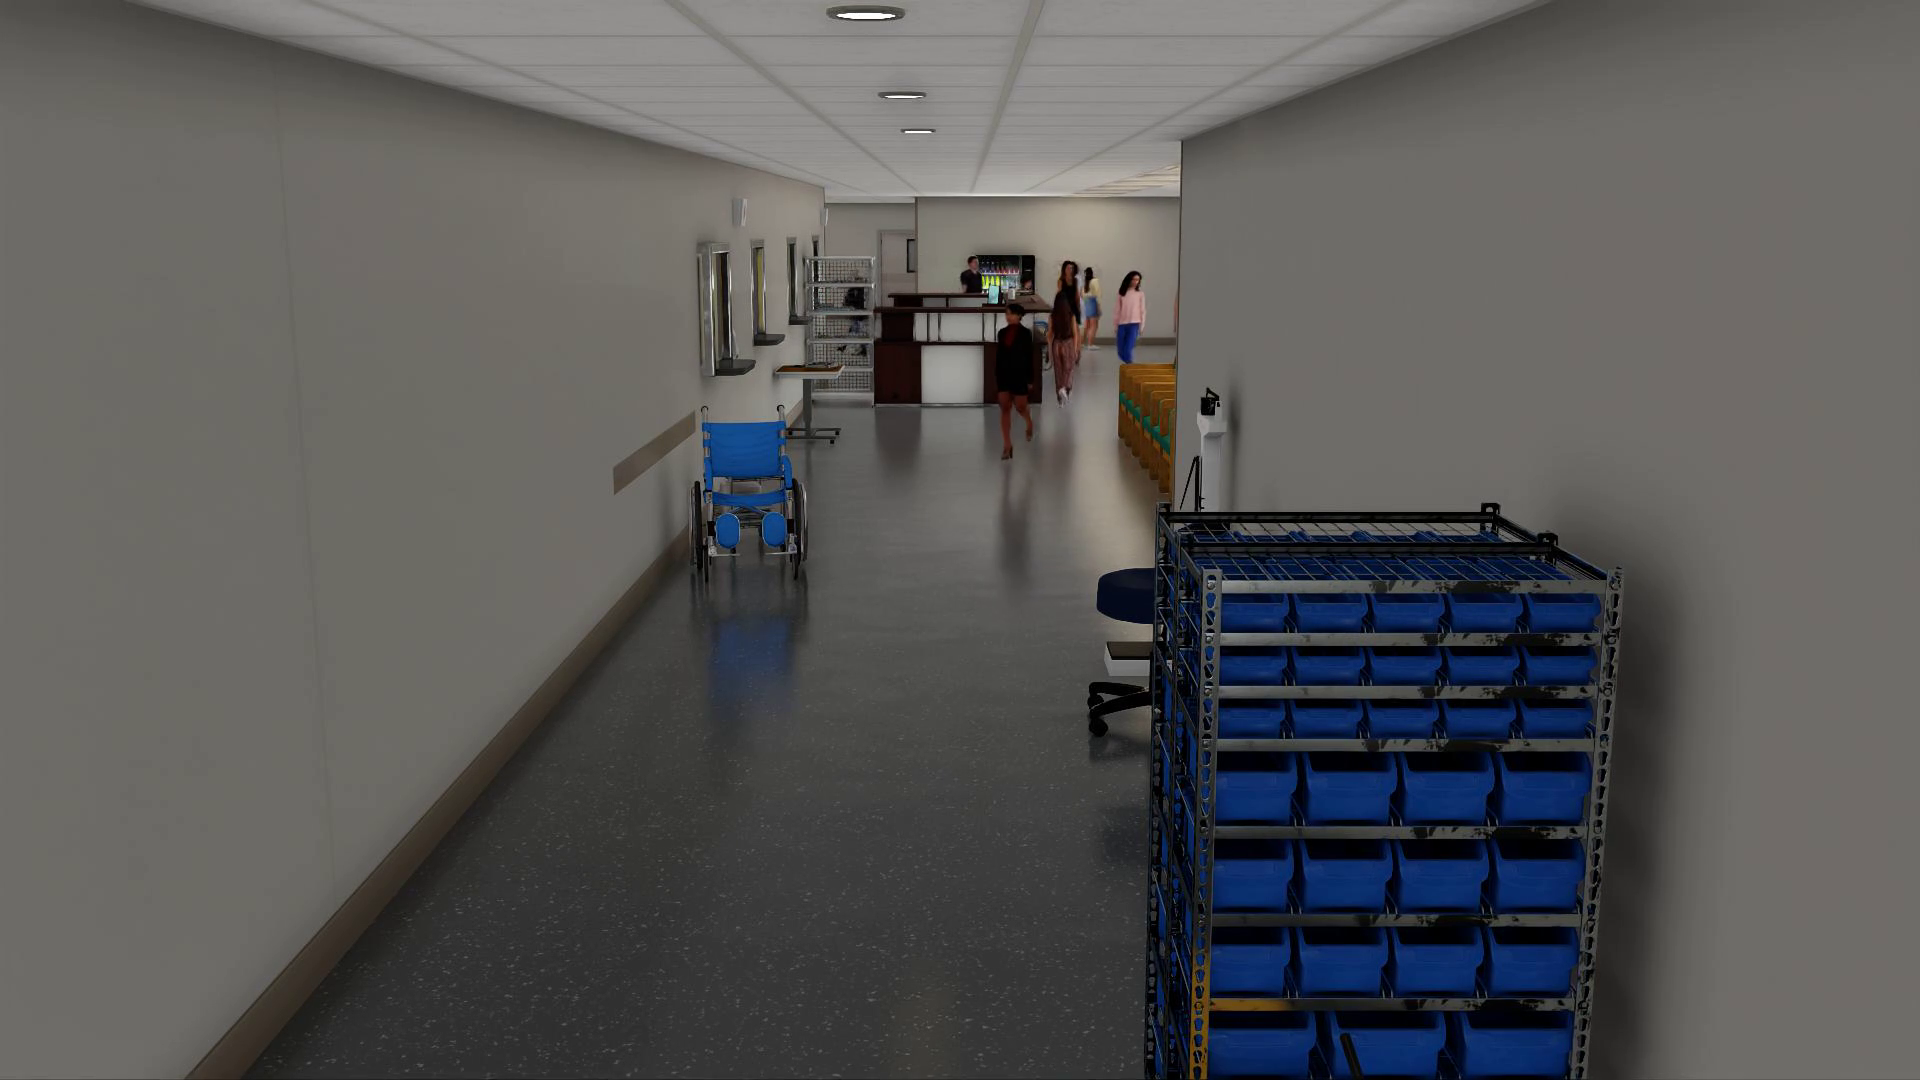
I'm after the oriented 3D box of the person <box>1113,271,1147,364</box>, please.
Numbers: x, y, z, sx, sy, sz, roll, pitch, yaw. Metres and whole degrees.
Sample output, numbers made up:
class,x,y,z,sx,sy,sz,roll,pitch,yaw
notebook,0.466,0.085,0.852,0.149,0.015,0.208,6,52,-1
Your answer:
class,x,y,z,sx,sy,sz,roll,pitch,yaw
person,2.567,-3.189,25.193,0.990,1.739,0.875,3,11,16

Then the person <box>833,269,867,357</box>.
class,x,y,z,sx,sy,sz,roll,pitch,yaw
person,-1.912,-4.202,30.916,1.094,1.595,0.902,6,12,28

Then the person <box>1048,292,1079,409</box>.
class,x,y,z,sx,sy,sz,roll,pitch,yaw
person,1.371,-2.533,22.239,0.743,1.552,0.694,2,11,9

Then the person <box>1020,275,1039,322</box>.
class,x,y,z,sx,sy,sz,roll,pitch,yaw
person,1.129,-3.912,29.596,0.966,1.518,1.021,-10,15,-43

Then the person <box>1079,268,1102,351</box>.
class,x,y,z,sx,sy,sz,roll,pitch,yaw
person,2.589,-4.531,32.648,0.765,1.596,0.763,-3,11,-17

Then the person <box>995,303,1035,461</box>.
class,x,y,z,sx,sy,sz,roll,pitch,yaw
person,0.576,-1.652,17.401,0.848,1.625,0.820,5,12,24

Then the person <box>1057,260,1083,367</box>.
class,x,y,z,sx,sy,sz,roll,pitch,yaw
person,1.822,-3.903,28.805,1.063,1.795,0.944,-5,12,-26

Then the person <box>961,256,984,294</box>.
class,x,y,z,sx,sy,sz,roll,pitch,yaw
person,0.163,-4.490,31.822,1.195,1.824,1.124,10,14,41
